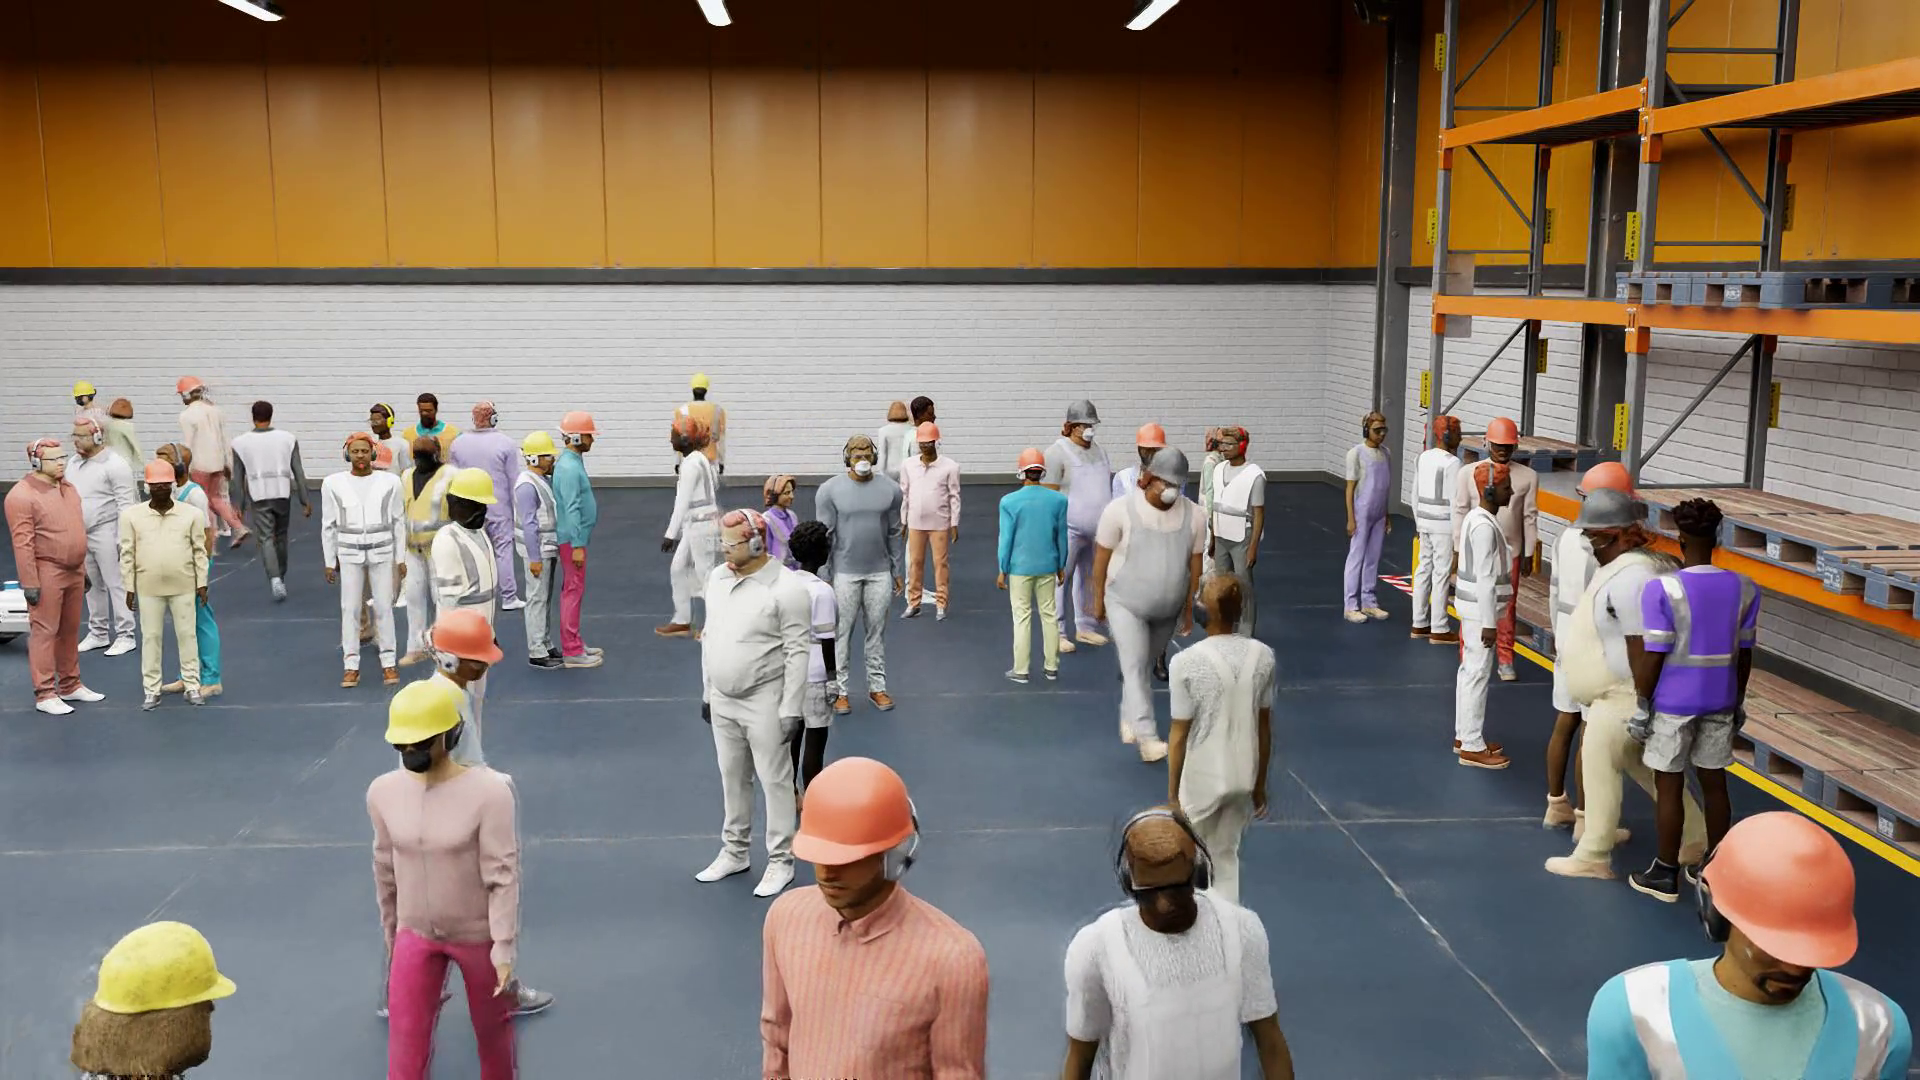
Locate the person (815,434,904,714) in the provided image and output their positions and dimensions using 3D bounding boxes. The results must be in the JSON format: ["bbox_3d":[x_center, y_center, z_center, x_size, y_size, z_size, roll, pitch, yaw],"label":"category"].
[{"bbox_3d":[-0.686,0.231,11.523,0.636,1.939,0.362,-3,10,-21],"label":"person"}]

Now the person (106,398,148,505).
[{"bbox_3d":[-9.817,-0.869,19.544,0.512,1.587,0.873,7,12,38],"label":"person"}]

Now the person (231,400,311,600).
[{"bbox_3d":[-6.473,-0.385,15.664,0.665,1.862,0.937,-6,11,-32],"label":"person"}]

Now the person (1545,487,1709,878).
[{"bbox_3d":[3.430,0.694,8.303,0.819,2.000,0.698,3,10,19],"label":"person"}]

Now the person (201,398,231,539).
[{"bbox_3d":[-8.570,-0.811,19.037,0.339,1.630,0.592,0,9,1],"label":"person"}]

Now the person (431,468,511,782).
[{"bbox_3d":[-2.843,0.533,9.690,0.382,1.919,0.584,0,9,3],"label":"person"}]

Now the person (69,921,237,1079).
[{"bbox_3d":[-1.643,1.626,3.426,0.383,1.724,0.480,-8,12,-40],"label":"person"}]

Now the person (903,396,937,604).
[{"bbox_3d":[-0.382,-0.372,15.374,0.378,1.917,0.597,-1,9,-3],"label":"person"}]

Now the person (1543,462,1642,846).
[{"bbox_3d":[3.387,0.598,8.893,0.397,2.044,0.609,-2,9,-11],"label":"person"}]

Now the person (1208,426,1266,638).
[{"bbox_3d":[2.184,0.019,13.147,0.390,1.846,0.565,-6,11,-31],"label":"person"}]

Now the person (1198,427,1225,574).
[{"bbox_3d":[2.340,-0.220,15.294,0.309,1.639,0.523,3,9,16],"label":"person"}]

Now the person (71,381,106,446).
[{"bbox_3d":[-10.428,-1.023,19.961,0.525,1.762,0.339,6,11,32],"label":"person"}]

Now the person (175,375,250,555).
[{"bbox_3d":[-8.124,-0.798,17.940,0.617,1.961,0.624,2,9,13],"label":"person"}]

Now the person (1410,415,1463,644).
[{"bbox_3d":[3.947,-0.088,13.699,0.339,1.883,0.584,-3,10,-19],"label":"person"}]

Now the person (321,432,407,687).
[{"bbox_3d":[-4.383,0.141,12.261,0.584,1.883,0.345,-3,10,-20],"label":"person"}]

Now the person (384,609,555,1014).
[{"bbox_3d":[-2.008,1.113,6.717,0.755,1.702,0.620,-3,9,-16],"label":"person"}]

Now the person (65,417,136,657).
[{"bbox_3d":[-6.877,-0.027,13.239,0.651,1.910,0.403,4,10,23],"label":"person"}]

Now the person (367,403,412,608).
[{"bbox_3d":[-5.208,-0.314,15.163,0.512,1.872,0.330,4,10,21],"label":"person"}]

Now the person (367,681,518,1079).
[{"bbox_3d":[-1.687,1.312,5.380,0.540,1.724,0.871,1,9,7],"label":"person"}]

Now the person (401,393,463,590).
[{"bbox_3d":[-5.048,-0.463,15.984,0.594,1.913,0.392,0,9,-1],"label":"person"}]

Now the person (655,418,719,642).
[{"bbox_3d":[-2.256,-0.070,13.676,0.762,1.855,0.607,-1,9,-6],"label":"person"}]

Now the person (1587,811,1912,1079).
[{"bbox_3d":[1.520,1.501,3.260,0.609,2.033,0.406,1,9,3],"label":"person"}]

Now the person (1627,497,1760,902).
[{"bbox_3d":[3.534,0.771,8.054,0.614,1.962,0.362,-2,9,-12],"label":"person"}]

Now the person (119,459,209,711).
[{"bbox_3d":[-5.554,0.305,11.630,0.562,1.756,0.318,-4,10,-26],"label":"person"}]

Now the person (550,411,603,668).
[{"bbox_3d":[-2.963,-0.008,12.882,0.406,1.987,0.615,-2,9,-13],"label":"person"}]

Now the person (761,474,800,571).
[{"bbox_3d":[-1.277,0.351,11.703,0.315,1.641,0.515,3,10,19],"label":"person"}]

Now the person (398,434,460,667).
[{"bbox_3d":[-4.087,0.061,13.001,0.654,1.818,0.668,4,10,24],"label":"person"}]

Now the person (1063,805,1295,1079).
[{"bbox_3d":[0.534,1.488,4.107,0.569,1.789,0.954,-4,10,-22],"label":"person"}]

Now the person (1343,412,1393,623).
[{"bbox_3d":[3.582,-0.203,14.546,0.520,1.844,0.330,-6,11,-34],"label":"person"}]

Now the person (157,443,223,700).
[{"bbox_3d":[-5.527,0.221,11.885,0.506,1.844,0.342,7,11,37],"label":"person"}]

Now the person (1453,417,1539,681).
[{"bbox_3d":[3.985,0.073,12.392,0.604,1.986,0.405,2,9,11],"label":"person"}]

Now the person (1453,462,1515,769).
[{"bbox_3d":[3.244,0.457,10.288,0.356,1.883,0.574,2,9,11],"label":"person"}]

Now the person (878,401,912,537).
[{"bbox_3d":[-0.682,-0.795,19.010,0.509,1.598,0.799,-2,9,-14],"label":"person"}]

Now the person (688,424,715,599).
[{"bbox_3d":[-2.449,-0.273,15.627,0.310,1.642,0.514,-1,9,-7],"label":"person"}]

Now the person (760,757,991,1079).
[{"bbox_3d":[-0.212,1.446,3.776,0.617,1.986,0.415,6,11,32],"label":"person"}]

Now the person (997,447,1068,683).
[{"bbox_3d":[0.529,0.182,12.411,0.573,1.749,0.343,-4,10,-22],"label":"person"}]

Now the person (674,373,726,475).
[{"bbox_3d":[-2.962,-0.947,19.003,0.599,1.915,0.497,-3,10,-20],"label":"person"}]

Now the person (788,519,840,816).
[{"bbox_3d":[-0.822,0.731,9.133,0.317,1.698,0.540,-6,11,-34],"label":"person"}]

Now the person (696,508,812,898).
[{"bbox_3d":[-1.039,0.788,8.153,0.636,1.903,0.405,6,11,35],"label":"person"}]

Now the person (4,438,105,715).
[{"bbox_3d":[-6.276,0.242,11.562,0.409,1.908,0.647,1,9,5],"label":"person"}]

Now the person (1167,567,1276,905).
[{"bbox_3d":[1.089,1.024,6.876,0.522,1.829,0.547,-4,10,-22],"label":"person"}]

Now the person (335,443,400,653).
[{"bbox_3d":[-4.664,0.070,13.245,0.606,1.716,0.580,-3,9,-16],"label":"person"}]

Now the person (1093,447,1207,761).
[{"bbox_3d":[1.220,0.351,10.452,0.693,2.000,0.995,-3,9,-16],"label":"person"}]

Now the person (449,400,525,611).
[{"bbox_3d":[-4.233,-0.303,14.978,0.642,1.909,0.410,1,9,6],"label":"person"}]

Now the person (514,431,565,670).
[{"bbox_3d":[-3.222,0.074,12.844,0.404,1.833,0.592,0,9,-3],"label":"person"}]

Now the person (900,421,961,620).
[{"bbox_3d":[-0.278,-0.167,14.602,0.562,1.753,0.333,3,9,16],"label":"person"}]

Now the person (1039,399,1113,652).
[{"bbox_3d":[0.991,-0.126,13.452,0.675,2.000,0.537,-7,12,-39],"label":"person"}]

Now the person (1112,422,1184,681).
[{"bbox_3d":[1.397,0.092,12.391,0.545,1.942,0.349,0,9,-3],"label":"person"}]
